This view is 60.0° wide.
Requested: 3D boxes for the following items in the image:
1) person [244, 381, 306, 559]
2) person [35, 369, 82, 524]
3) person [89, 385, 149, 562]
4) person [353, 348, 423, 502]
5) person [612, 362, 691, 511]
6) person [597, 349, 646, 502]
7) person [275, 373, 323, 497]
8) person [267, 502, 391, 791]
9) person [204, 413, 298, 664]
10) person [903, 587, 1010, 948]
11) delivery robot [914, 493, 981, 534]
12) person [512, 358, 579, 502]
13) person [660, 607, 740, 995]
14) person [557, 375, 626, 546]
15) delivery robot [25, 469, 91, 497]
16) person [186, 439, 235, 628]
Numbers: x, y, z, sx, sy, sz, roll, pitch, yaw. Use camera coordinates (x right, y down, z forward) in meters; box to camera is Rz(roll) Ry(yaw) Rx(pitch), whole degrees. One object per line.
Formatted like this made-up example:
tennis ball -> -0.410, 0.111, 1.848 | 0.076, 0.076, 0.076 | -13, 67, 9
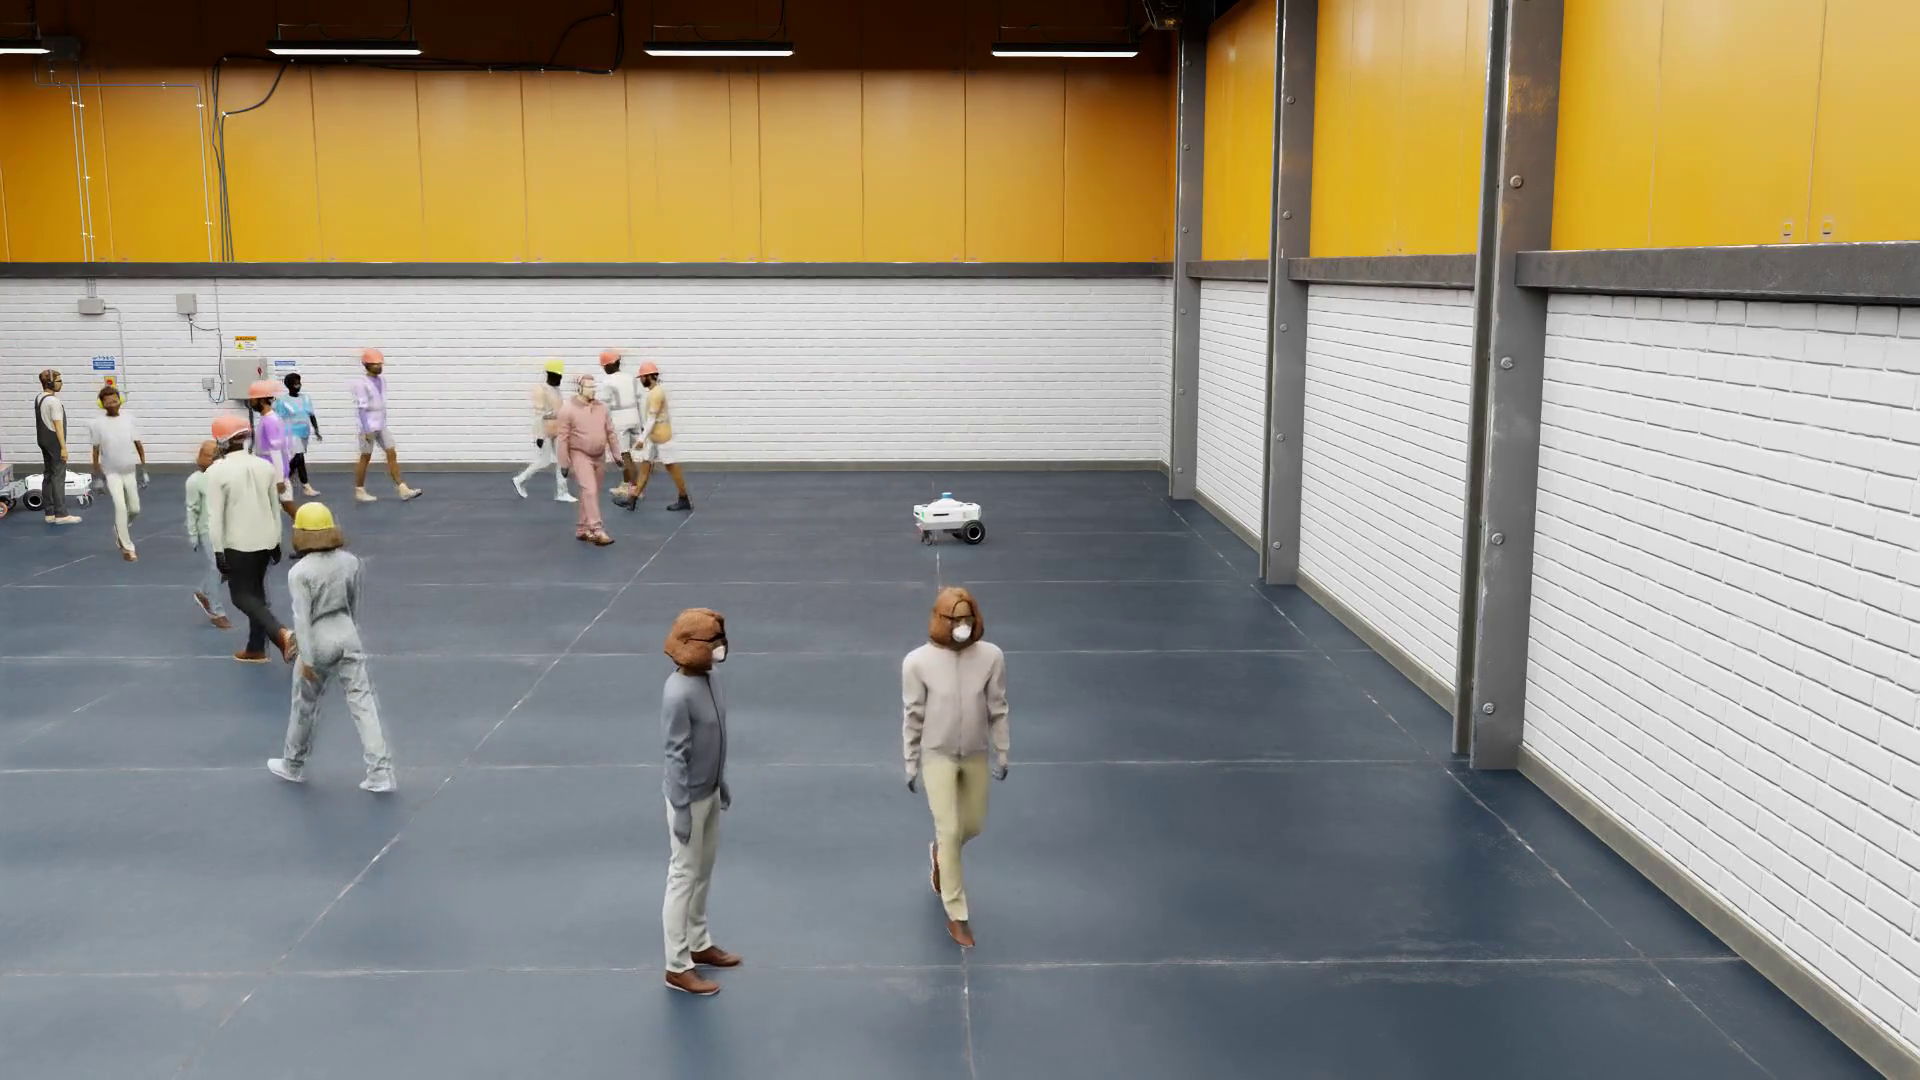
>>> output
person -> -7.178, -0.705, 17.242 | 1.004, 1.882, 0.572 | -2, 10, -15
person -> -10.795, -1.110, 19.826 | 0.520, 1.844, 0.330 | 7, 12, 37
person -> -8.806, -0.705, 17.387 | 0.679, 1.842, 0.523 | 8, 13, 42
person -> -7.475, -1.465, 21.527 | 0.982, 1.998, 0.630 | 3, 10, 19
person -> -3.847, -1.279, 20.762 | 1.002, 1.867, 0.539 | -3, 10, -16
person -> -4.463, -1.499, 21.750 | 0.799, 1.992, 0.641 | 8, 12, 39
person -> -8.936, -1.420, 22.318 | 0.871, 1.658, 0.542 | 5, 10, 27
person -> -3.689, 0.621, 9.685 | 0.918, 1.694, 0.491 | 6, 11, 34
person -> -5.313, 0.022, 12.550 | 0.772, 1.967, 0.617 | 5, 11, 29
person -> -0.035, 0.991, 7.684 | 0.505, 1.614, 0.695 | -4, 10, -21
delivery robot -> -0.145, -0.279, 18.389 | 0.707, 0.478, 0.477 | -3, 10, -18
person -> -5.417, -1.423, 21.639 | 0.794, 1.891, 0.639 | 2, 10, 15
person -> -1.110, 1.083, 7.035 | 0.266, 1.631, 0.508 | 2, 9, 11
person -> -3.994, -0.870, 18.285 | 0.874, 1.871, 0.651 | 7, 12, 37
delivery robot -> -11.420, -0.717, 21.080 | 0.707, 0.478, 0.477 | -3, 10, -16
person -> -6.371, -0.067, 14.144 | 0.497, 1.612, 0.529 | 5, 10, 26
